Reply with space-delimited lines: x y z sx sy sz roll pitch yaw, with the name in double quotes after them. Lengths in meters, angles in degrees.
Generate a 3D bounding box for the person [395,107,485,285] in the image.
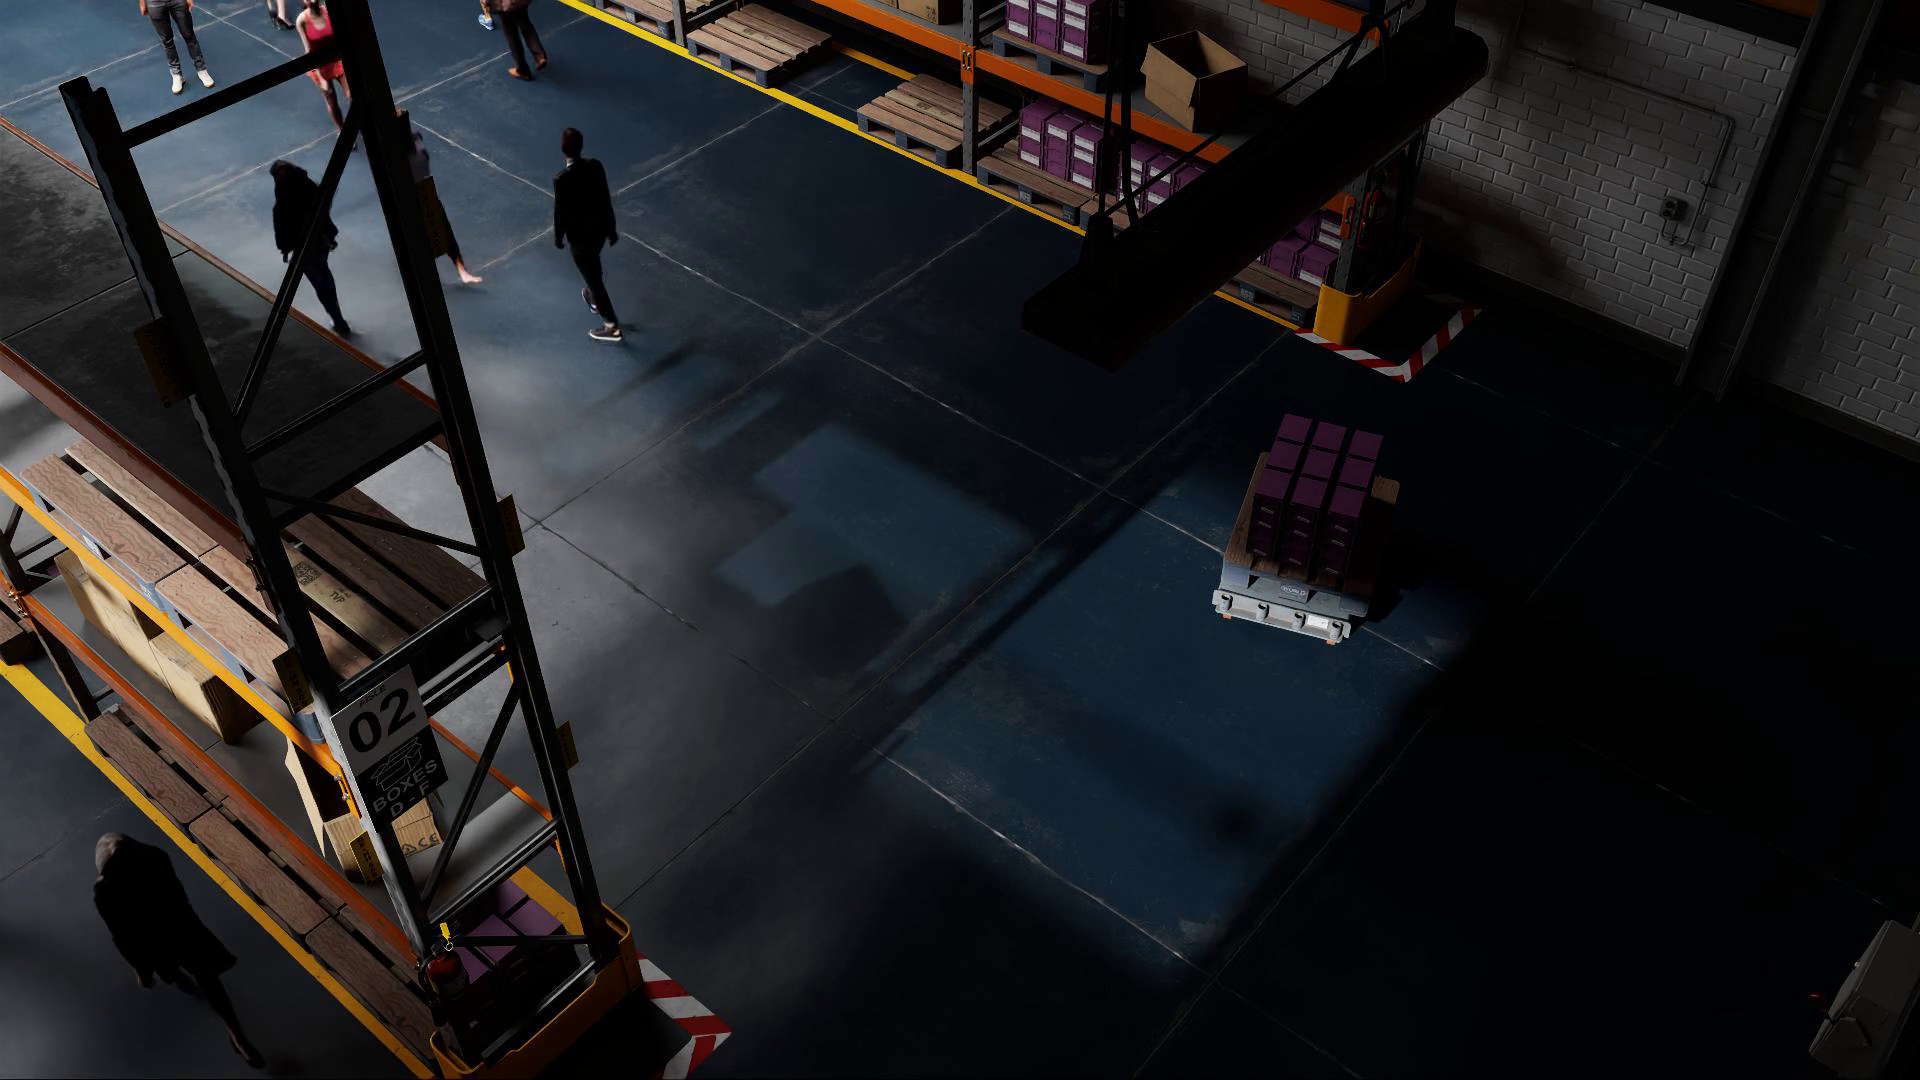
-4.654 -2.895 14.037 0.948 1.703 0.717 20 47 20 "person"

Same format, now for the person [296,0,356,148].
-5.971 -4.483 15.688 0.744 1.725 1.012 -25 49 -24 "person"

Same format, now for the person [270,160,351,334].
-5.239 -2.354 13.537 0.593 1.609 0.623 30 51 28 "person"

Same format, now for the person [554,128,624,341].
-2.951 -2.423 13.482 0.927 1.785 0.659 21 48 21 "person"

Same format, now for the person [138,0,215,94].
-7.916 -5.410 16.537 0.731 1.898 0.712 -18 46 -18 "person"

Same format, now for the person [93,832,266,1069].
-4.263 2.081 8.824 1.145 1.690 0.588 31 51 28 "person"

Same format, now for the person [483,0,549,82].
-4.461 -5.444 16.654 0.712 1.785 0.729 -34 53 -30 "person"
